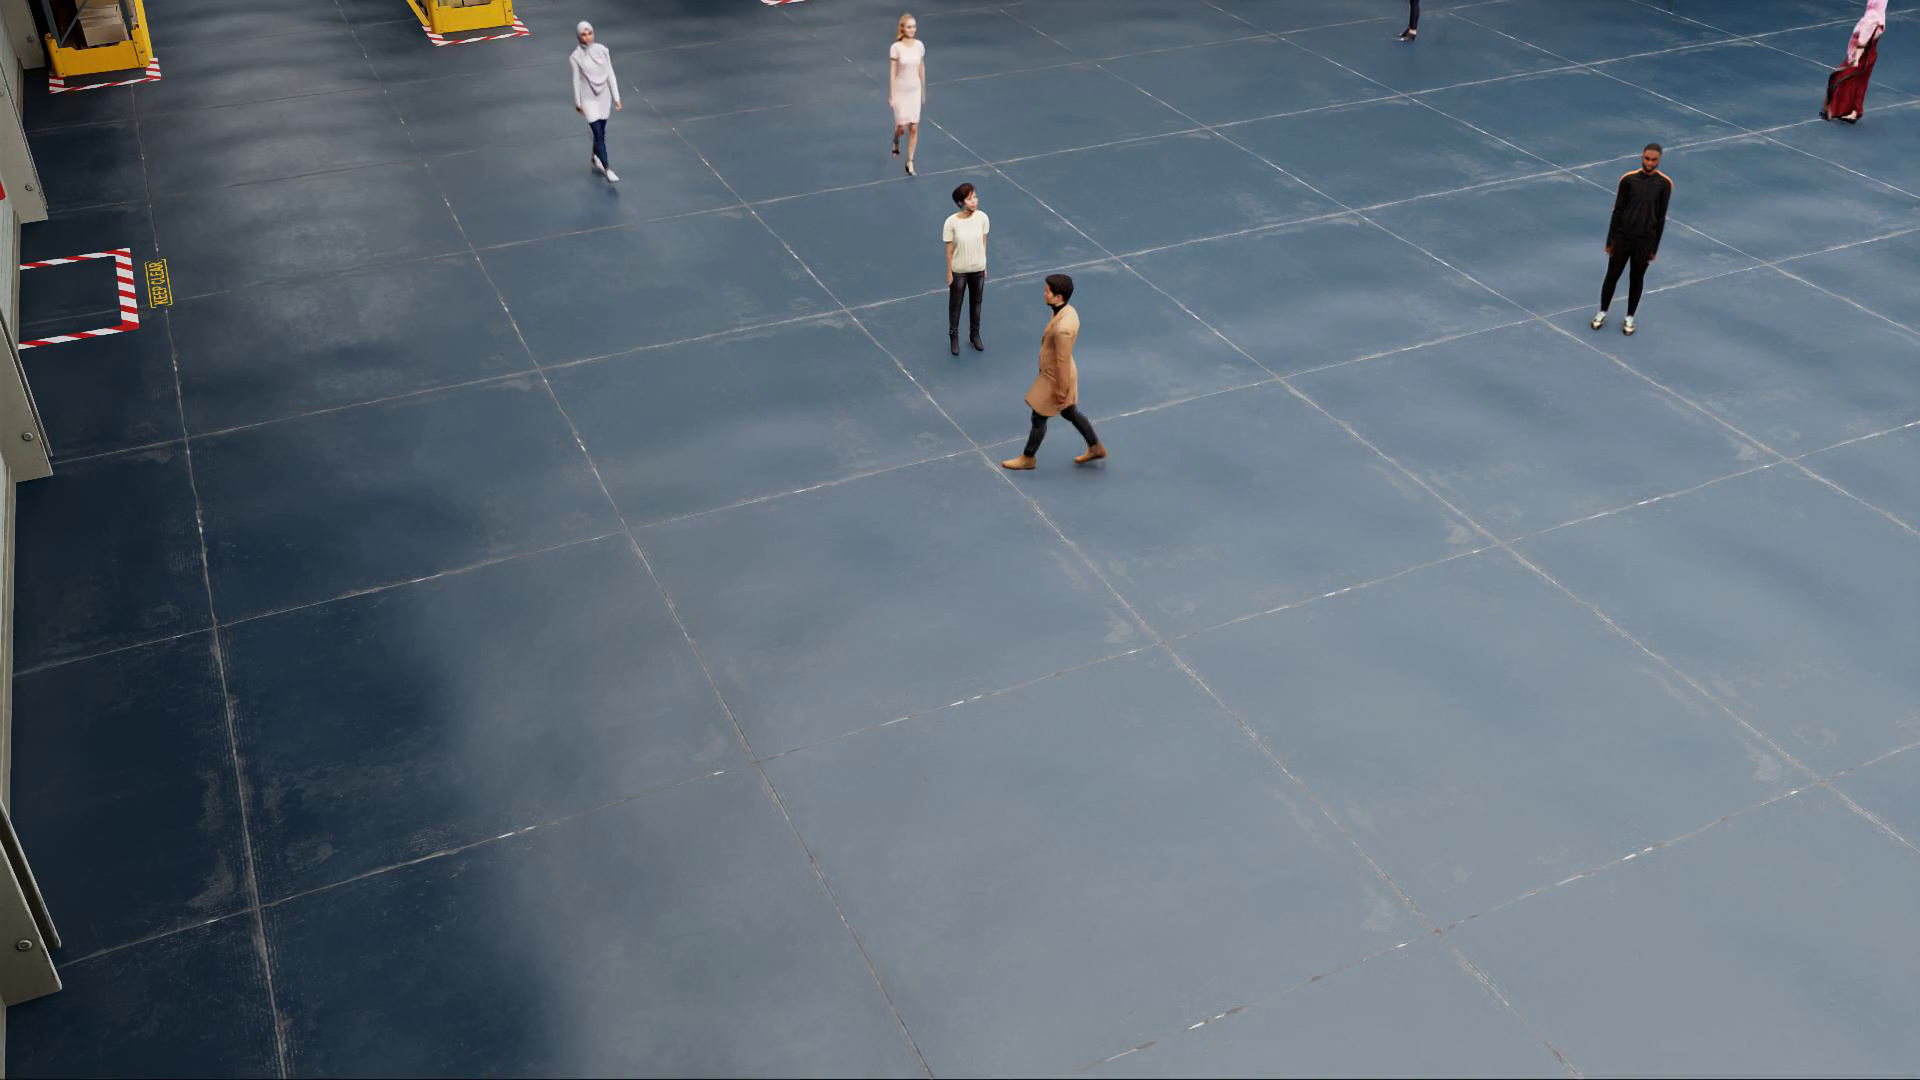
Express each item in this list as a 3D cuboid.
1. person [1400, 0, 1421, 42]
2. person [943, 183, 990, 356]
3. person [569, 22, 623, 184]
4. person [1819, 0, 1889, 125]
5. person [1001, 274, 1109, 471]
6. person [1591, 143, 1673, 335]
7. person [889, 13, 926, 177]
[{"bbox_3d":[6.383,-7.875,23.241,0.797,1.748,0.727,8,34,12],"label":"person"},{"bbox_3d":[0.061,-2.459,15.060,0.614,1.588,0.520,-11,35,-16],"label":"person"},{"bbox_3d":[-4.130,-4.968,18.789,0.731,1.730,1.154,-20,38,-28],"label":"person"},{"bbox_3d":[11.062,-5.872,20.276,0.750,1.623,0.800,-28,42,-36],"label":"person"},{"bbox_3d":[0.864,-1.297,13.177,1.071,1.694,1.137,4,33,6],"label":"person"},{"bbox_3d":[6.237,-2.797,15.378,0.680,1.808,0.743,12,35,18],"label":"person"},{"bbox_3d":[-0.630,-5.058,18.843,0.599,1.821,0.752,-13,35,-18],"label":"person"}]
